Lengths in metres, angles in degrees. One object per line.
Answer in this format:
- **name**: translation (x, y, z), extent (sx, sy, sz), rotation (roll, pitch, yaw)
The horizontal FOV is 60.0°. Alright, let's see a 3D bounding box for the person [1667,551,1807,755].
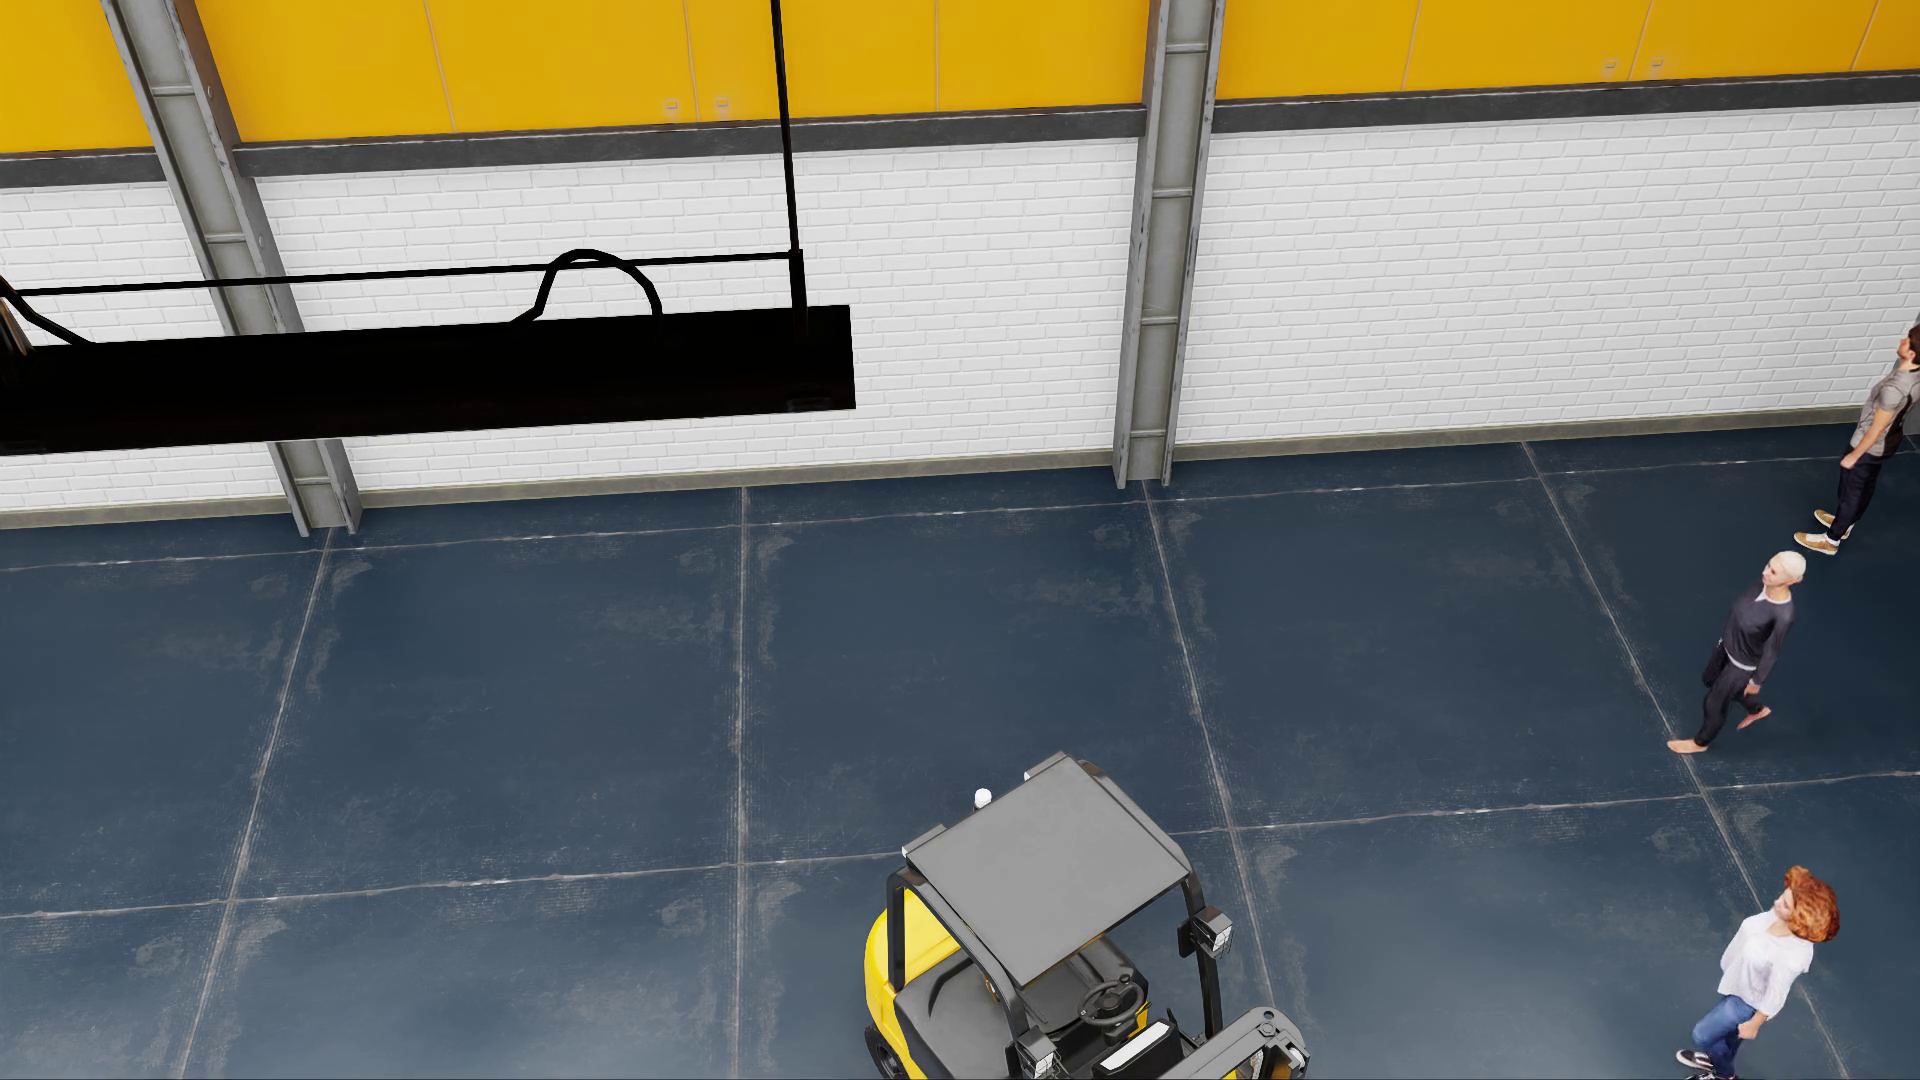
- **person**: translation (4.848, 0.688, 10.103), extent (0.878, 1.710, 0.710), rotation (4, 44, 4)

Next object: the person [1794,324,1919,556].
- **person**: translation (6.281, -0.684, 11.407), extent (0.704, 1.896, 0.800), rotation (-30, 51, -28)

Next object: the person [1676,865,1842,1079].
- **person**: translation (4.118, 2.293, 8.423), extent (0.749, 1.703, 0.750), rotation (14, 45, 14)
